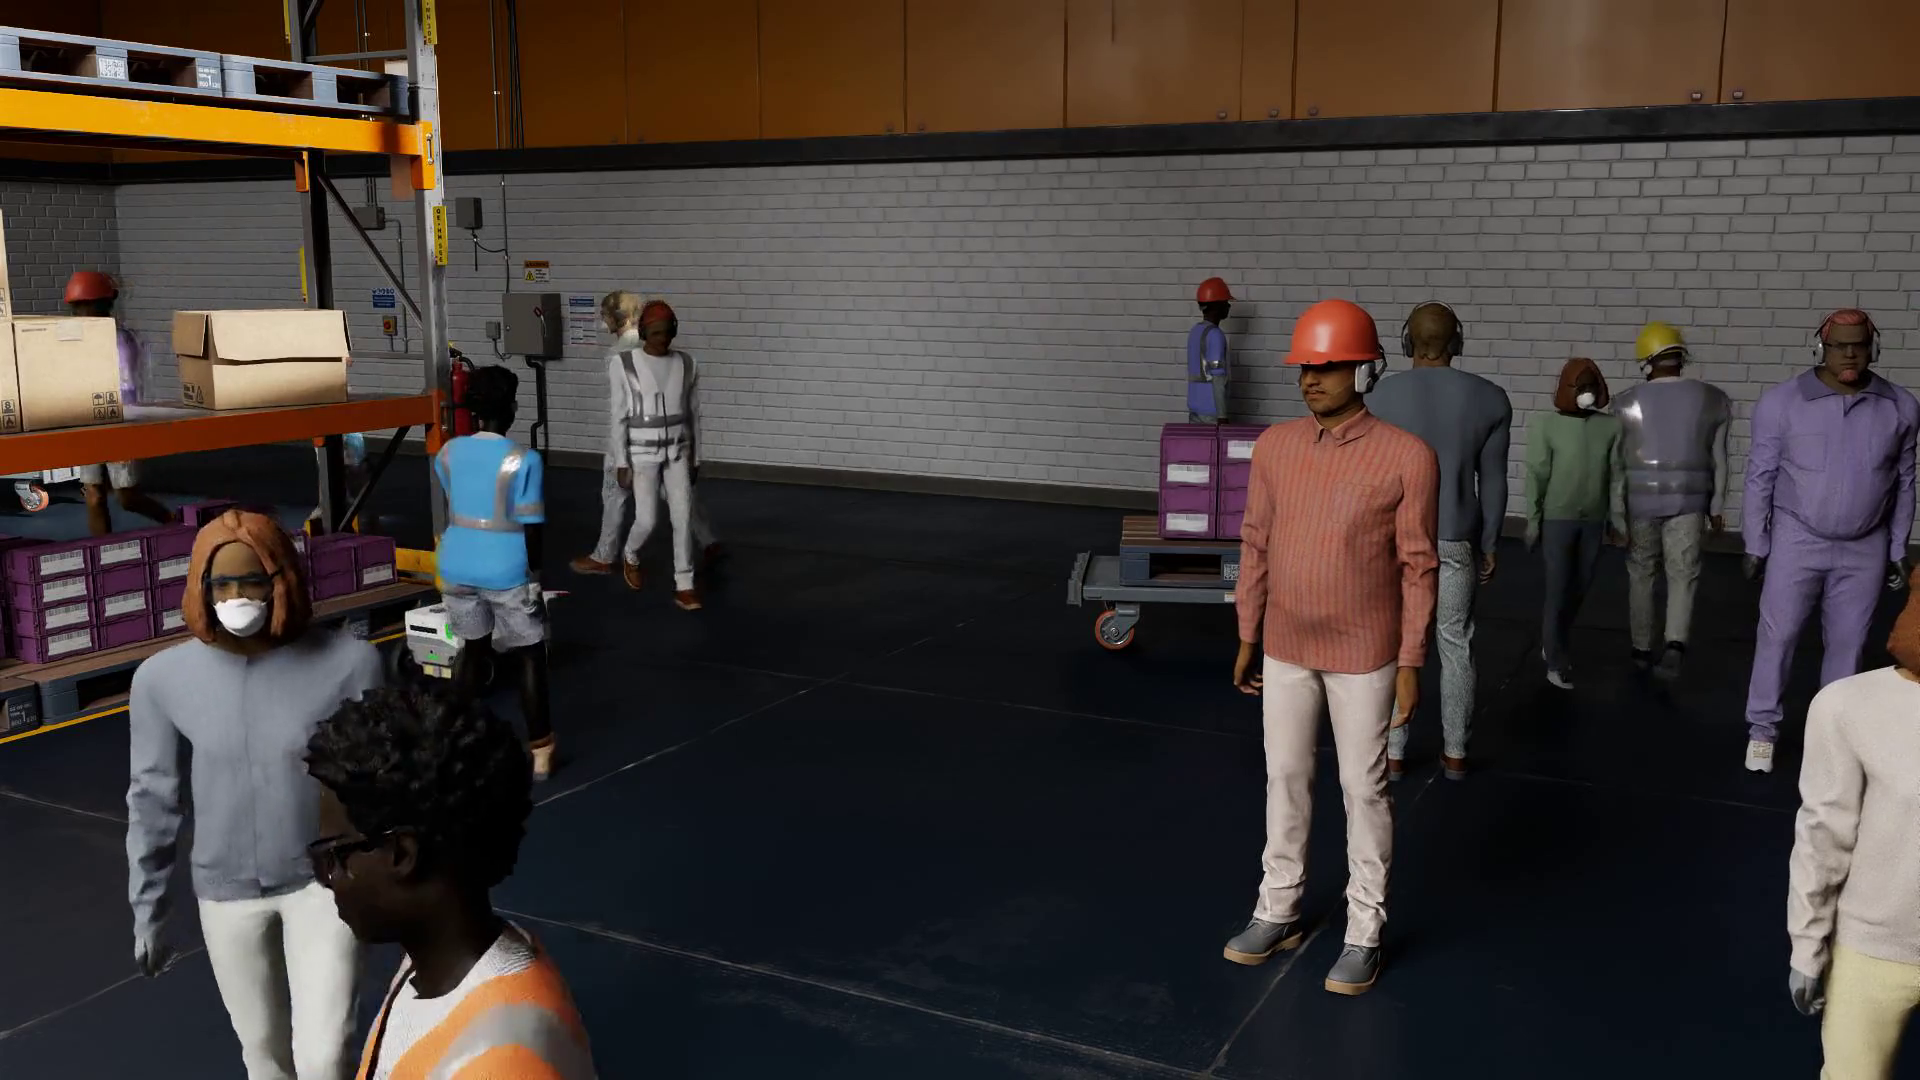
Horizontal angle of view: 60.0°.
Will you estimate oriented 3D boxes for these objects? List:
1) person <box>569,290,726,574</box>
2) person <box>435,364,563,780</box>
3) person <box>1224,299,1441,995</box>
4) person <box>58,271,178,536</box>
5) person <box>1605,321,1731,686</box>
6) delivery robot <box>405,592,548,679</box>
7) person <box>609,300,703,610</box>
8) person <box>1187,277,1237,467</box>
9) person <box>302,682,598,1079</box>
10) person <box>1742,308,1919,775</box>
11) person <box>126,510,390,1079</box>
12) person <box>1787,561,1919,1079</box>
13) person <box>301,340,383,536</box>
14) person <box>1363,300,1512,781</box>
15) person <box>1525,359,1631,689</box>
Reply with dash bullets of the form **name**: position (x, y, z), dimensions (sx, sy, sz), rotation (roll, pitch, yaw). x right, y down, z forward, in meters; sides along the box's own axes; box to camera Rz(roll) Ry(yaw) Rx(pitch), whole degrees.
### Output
- **person**: position (-2.049, -0.691, 10.929), dimensions (1.010, 1.905, 0.653), rotation (2, 10, 11)
- **person**: position (-1.857, 0.128, 6.753), dimensions (0.528, 1.684, 0.410), rotation (4, 10, 21)
- **person**: position (1.066, 0.306, 4.833), dimensions (0.622, 1.994, 0.381), rotation (8, 13, 39)
- **person**: position (-5.310, -0.695, 10.573), dimensions (0.614, 2.024, 0.814), rotation (8, 12, 37)
- **person**: position (3.498, -0.183, 8.250), dimensions (0.593, 1.798, 0.850), rotation (3, 10, 17)
- **delivery robot**: position (-2.365, 0.401, 8.177), dimensions (0.477, 0.478, 0.707), rotation (6, 11, 29)
- **person**: position (-1.839, -0.510, 9.984), dimensions (0.593, 1.853, 0.605), rotation (-6, 11, -31)
- **person**: position (1.899, -1.002, 12.565), dimensions (0.354, 1.942, 0.545), rotation (-2, 10, -14)
- **person**: position (-0.500, 0.987, 1.833), dimensions (0.335, 1.671, 0.563), rotation (-5, 11, -26)
- **person**: position (3.510, 0.024, 6.724), dimensions (0.652, 1.906, 0.402), rotation (2, 10, 11)
- **person**: position (-1.396, 0.745, 3.360), dimensions (0.533, 1.614, 0.521), rotation (-1, 10, -8)
- **person**: position (1.810, 0.789, 3.111), dimensions (0.493, 1.626, 0.286), rotation (3, 10, 18)
- **person**: position (-4.043, -0.510, 10.750), dimensions (0.820, 1.602, 0.526), rotation (-5, 11, -25)
- **person**: position (1.870, 0.014, 6.699), dimensions (0.629, 1.936, 0.371), rotation (1, 10, 3)
- **person**: position (3.040, -0.086, 8.305), dimensions (0.516, 1.626, 0.644), rotation (-2, 10, -12)
